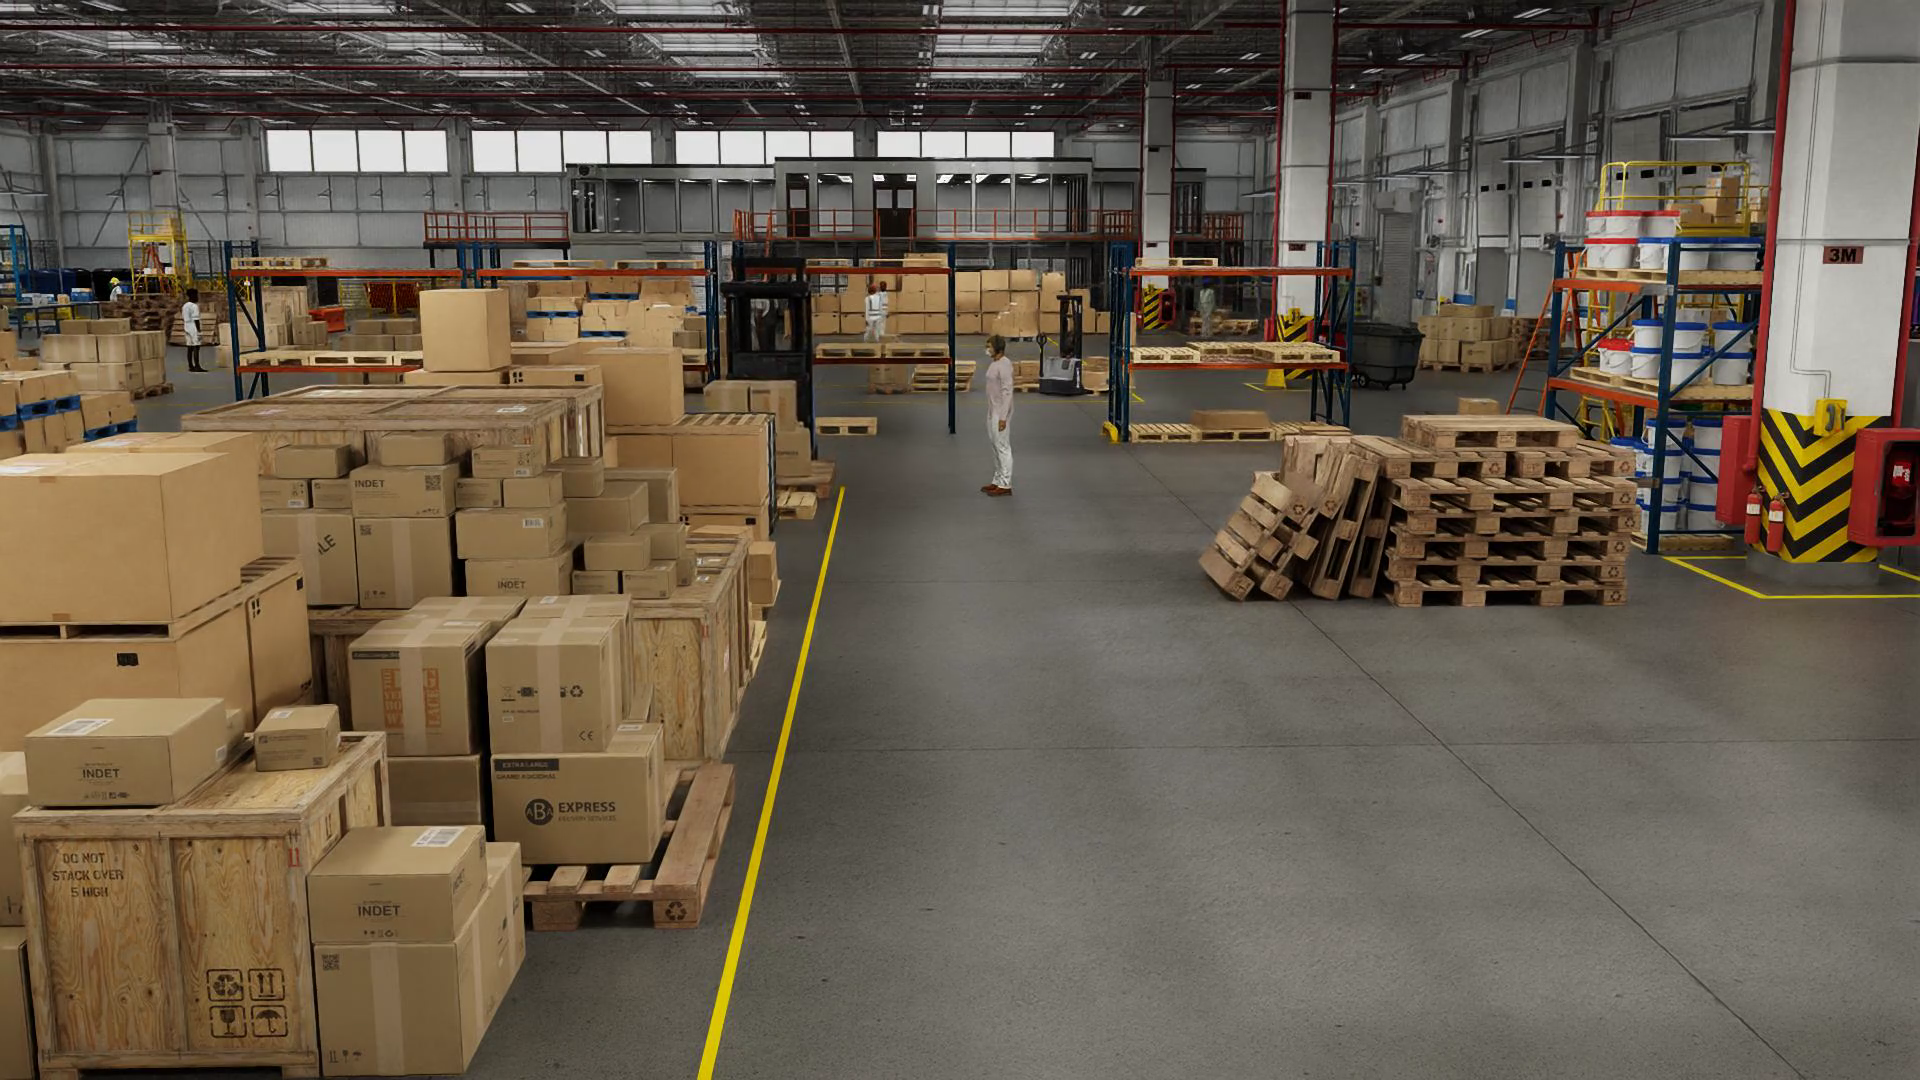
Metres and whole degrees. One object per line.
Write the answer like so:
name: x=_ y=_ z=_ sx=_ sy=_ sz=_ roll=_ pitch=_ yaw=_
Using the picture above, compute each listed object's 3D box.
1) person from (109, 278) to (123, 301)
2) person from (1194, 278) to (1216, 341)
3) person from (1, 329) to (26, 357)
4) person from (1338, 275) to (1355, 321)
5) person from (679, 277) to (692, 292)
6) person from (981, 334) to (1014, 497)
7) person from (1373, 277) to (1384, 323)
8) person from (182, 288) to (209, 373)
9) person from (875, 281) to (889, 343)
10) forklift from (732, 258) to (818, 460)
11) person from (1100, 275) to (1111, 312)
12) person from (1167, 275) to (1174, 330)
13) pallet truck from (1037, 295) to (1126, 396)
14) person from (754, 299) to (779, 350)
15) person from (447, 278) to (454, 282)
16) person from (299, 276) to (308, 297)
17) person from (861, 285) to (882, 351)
person: x=-28.329 y=-7.895 z=55.878 sx=0.404 sy=1.832 sz=0.600 roll=-7 pitch=12 yaw=-34
person: x=7.419 y=-7.012 z=50.740 sx=0.915 sy=1.907 sz=0.650 roll=-6 pitch=12 yaw=-29
person: x=-12.900 y=-1.941 z=22.630 sx=0.329 sy=1.865 sz=0.512 roll=7 pitch=13 yaw=36
person: x=14.878 y=-9.348 z=64.012 sx=0.645 sy=1.822 sz=0.505 roll=1 pitch=10 yaw=8
person: x=-8.687 y=-7.289 z=52.270 sx=0.563 sy=1.918 sz=0.415 roll=-4 pitch=11 yaw=-22
person: x=0.460 y=-1.490 z=19.907 sx=0.355 sy=1.936 sz=0.637 roll=-2 pitch=10 yaw=-11
person: x=14.201 y=-8.005 z=56.446 sx=0.526 sy=1.843 sz=0.584 roll=-6 pitch=12 yaw=-30
person: x=-17.714 y=-4.830 z=38.432 sx=0.608 sy=1.966 sz=0.372 roll=8 pitch=13 yaw=39
person: x=-2.291 y=-6.686 z=49.000 sx=0.337 sy=1.882 sz=0.584 roll=5 pitch=11 yaw=27
forklift: x=-2.454 y=-2.280 z=21.681 sx=1.129 sy=2.768 sz=1.873 roll=0 pitch=10 yaw=-2
person: x=5.458 y=-8.898 z=61.589 sx=0.979 sy=1.787 sz=0.528 roll=-4 pitch=11 yaw=-20
person: x=7.071 y=-8.234 z=57.419 sx=0.763 sy=1.964 sz=0.618 roll=-1 pitch=10 yaw=-3
pallet truck: x=2.483 y=-3.881 z=33.060 sx=1.885 sy=1.965 sz=0.823 roll=-7 pitch=13 yaw=-36
person: x=-4.820 y=-5.325 z=40.983 sx=0.537 sy=2.000 sz=0.683 roll=7 pitch=12 yaw=34
person: x=-15.535 y=-7.083 z=51.135 sx=0.551 sy=1.914 sz=0.739 roll=2 pitch=10 yaw=12
person: x=-27.441 y=-10.293 z=69.517 sx=0.360 sy=1.730 sz=0.499 roll=-1 pitch=10 yaw=-4
person: x=-2.429 y=-6.101 z=45.891 sx=0.611 sy=1.825 sz=1.008 roll=-8 pitch=13 yaw=-38
